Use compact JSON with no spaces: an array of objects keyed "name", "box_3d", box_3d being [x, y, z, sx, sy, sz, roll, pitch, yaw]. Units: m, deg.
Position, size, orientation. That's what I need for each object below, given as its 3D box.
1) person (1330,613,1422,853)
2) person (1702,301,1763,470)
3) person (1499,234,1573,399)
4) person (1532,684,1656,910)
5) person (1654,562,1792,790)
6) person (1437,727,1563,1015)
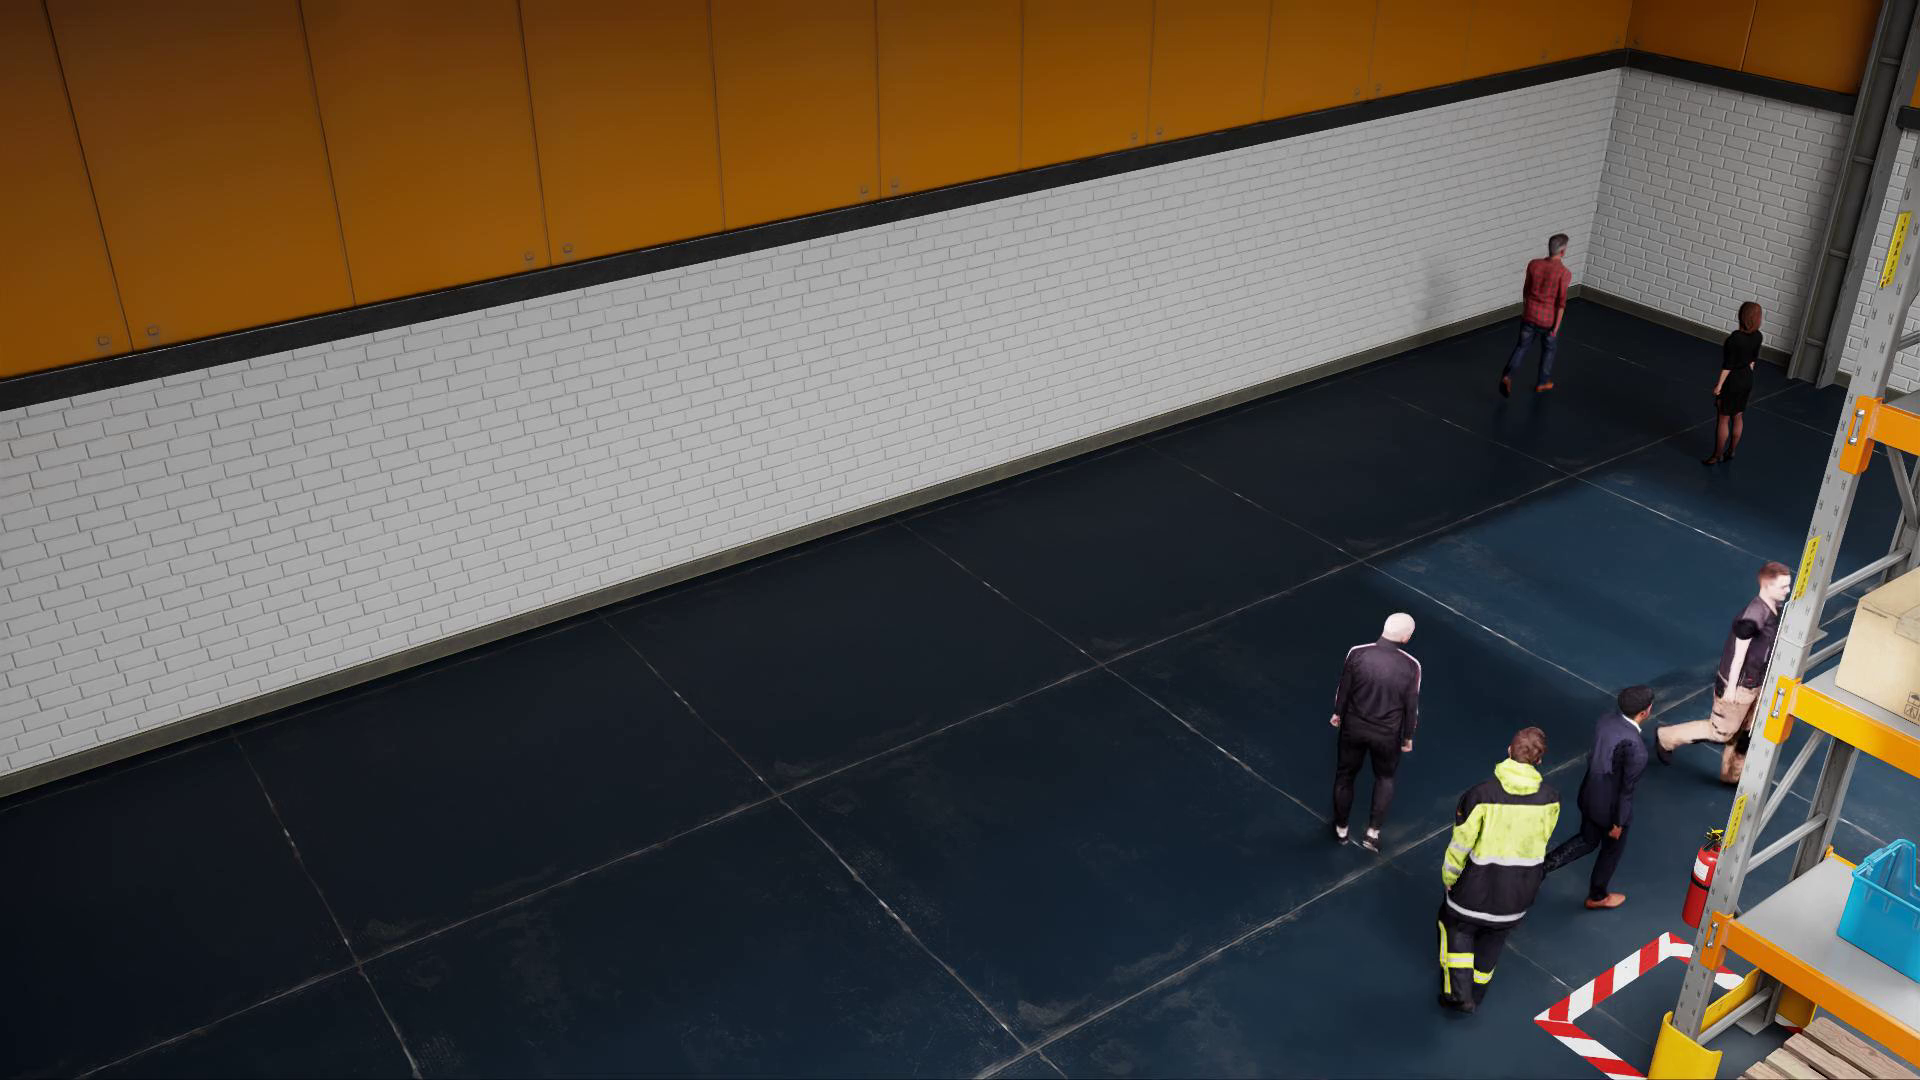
[{"name":"person","box_3d":[2.708,1.333,10.944,0.928,1.809,0.985,6,29,12]},{"name":"person","box_3d":[7.583,-1.514,16.279,0.621,1.699,0.553,-13,31,-22]},{"name":"person","box_3d":[6.133,-2.355,17.709,0.868,1.806,1.102,-25,37,-37]},{"name":"person","box_3d":[3.965,1.663,10.454,0.954,1.698,1.027,-5,29,-9]},{"name":"person","box_3d":[5.403,0.936,11.658,0.759,1.822,1.023,-24,37,-37]},{"name":"person","box_3d":[3.110,1.988,9.593,0.950,1.953,0.977,-5,29,-9]}]
